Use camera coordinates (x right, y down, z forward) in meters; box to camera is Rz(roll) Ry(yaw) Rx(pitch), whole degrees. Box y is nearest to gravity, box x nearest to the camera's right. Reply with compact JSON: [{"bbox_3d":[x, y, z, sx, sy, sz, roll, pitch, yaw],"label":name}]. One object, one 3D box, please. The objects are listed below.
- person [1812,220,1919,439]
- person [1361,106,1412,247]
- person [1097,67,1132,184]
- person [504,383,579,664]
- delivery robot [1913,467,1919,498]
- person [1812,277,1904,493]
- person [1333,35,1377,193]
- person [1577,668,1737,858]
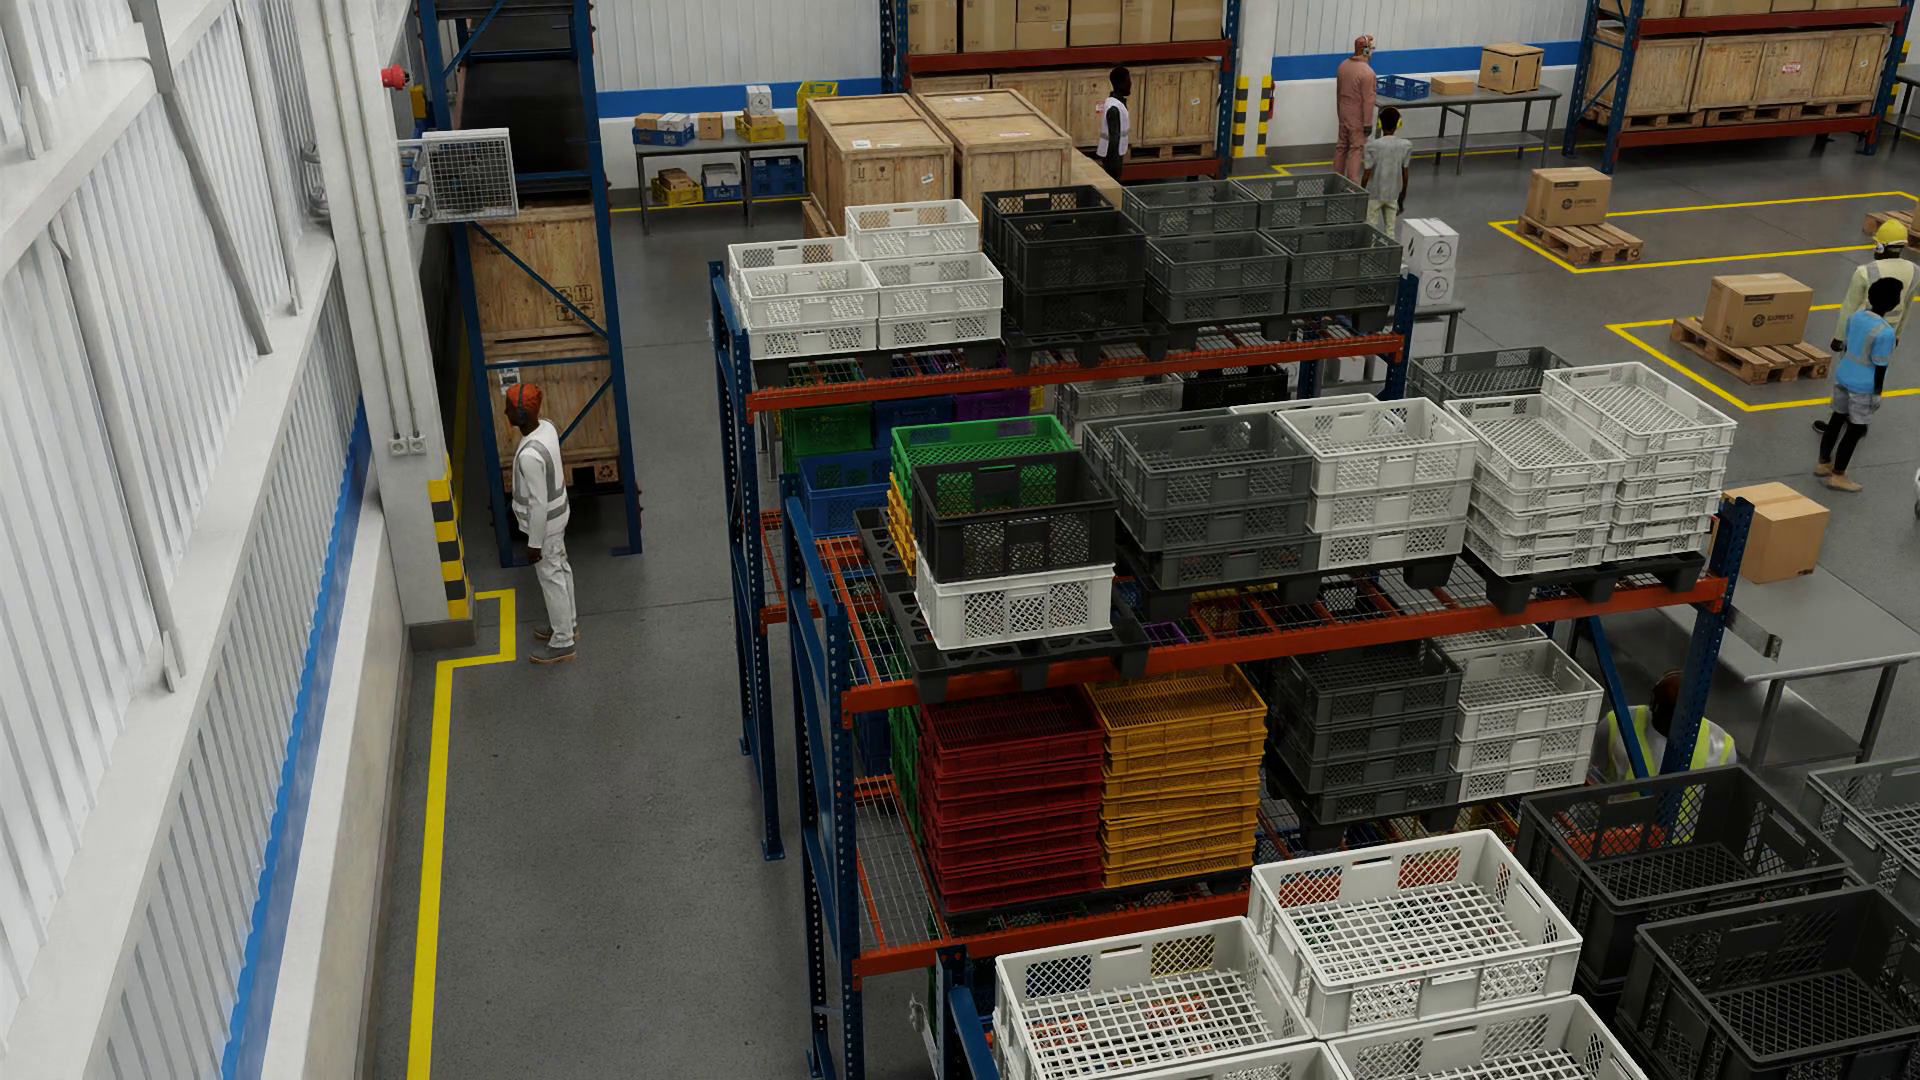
[{"bbox_3d":[7.437,-1.714,13.618,0.594,1.826,0.403,-5,28,-9],"label":"person"},{"bbox_3d":[4.278,-3.463,16.892,0.521,1.865,0.327,-1,28,-3],"label":"person"},{"bbox_3d":[1.695,-4.223,18.272,0.383,1.921,0.597,3,28,5],"label":"person"},{"bbox_3d":[-2.645,-0.111,10.512,0.352,1.883,0.579,-2,28,-4],"label":"person"},{"bbox_3d":[7.515,-0.405,12.386,0.707,0.478,0.477,-2,28,-3],"label":"delivery robot"},{"bbox_3d":[6.923,-1.205,12.783,0.317,1.696,0.537,-1,28,-3],"label":"person"},{"bbox_3d":[4.734,-5.044,19.845,0.407,1.910,0.638,-11,30,-20],"label":"person"},{"bbox_3d":[3.156,1.400,7.689,0.621,1.845,0.429,9,29,17],"label":"person"}]
